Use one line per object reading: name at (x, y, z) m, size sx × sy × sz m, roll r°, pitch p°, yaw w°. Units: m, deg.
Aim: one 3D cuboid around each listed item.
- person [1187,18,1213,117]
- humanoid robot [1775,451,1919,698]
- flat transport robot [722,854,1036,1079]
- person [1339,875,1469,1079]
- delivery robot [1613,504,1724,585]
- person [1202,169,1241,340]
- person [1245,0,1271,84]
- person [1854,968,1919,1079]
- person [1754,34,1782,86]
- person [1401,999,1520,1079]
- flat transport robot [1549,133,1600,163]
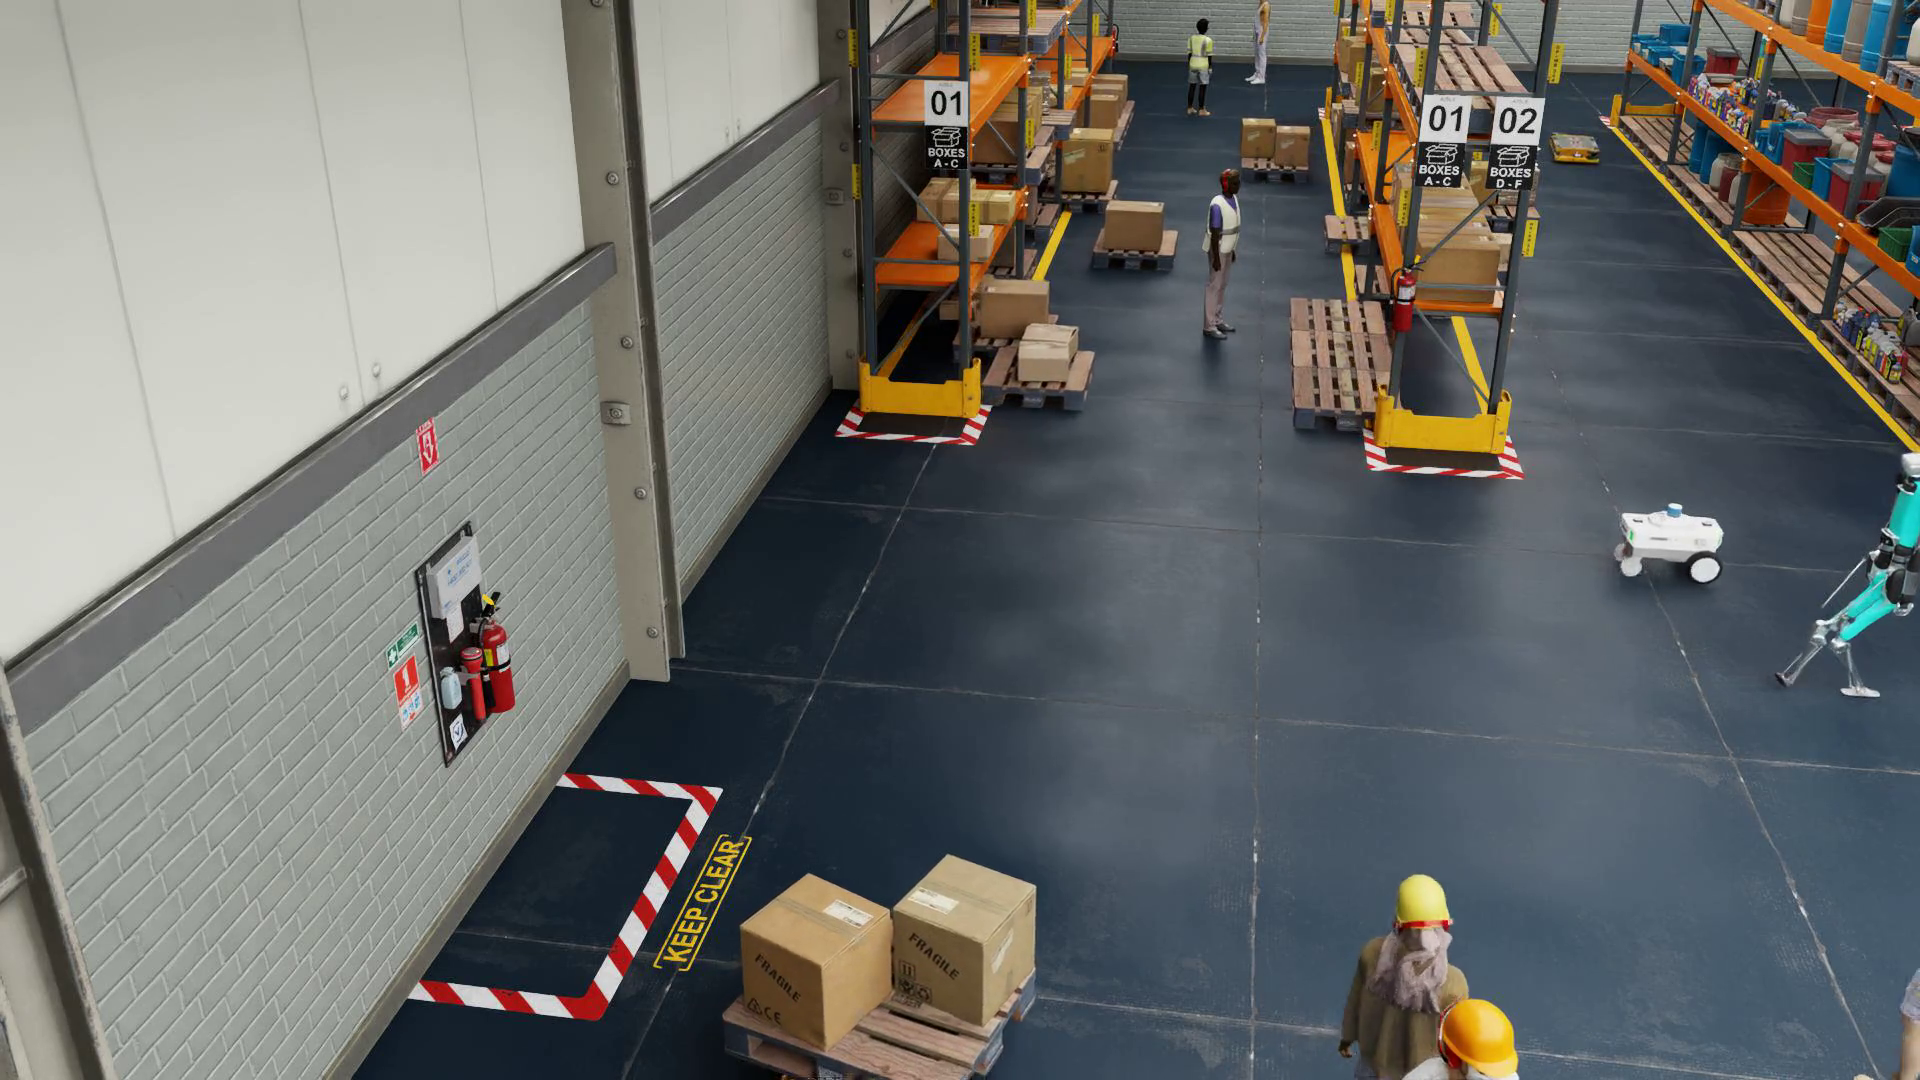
person at (4.297, -8.453, 29.760) m, size 0.316 × 1.697 × 0.541 m, roll -22°, pitch 33°, yaw -39°
humanoid robot at (5.936, 0.290, 11.091) m, size 0.841 × 1.850 × 0.562 m, roll 2°, pitch 25°, yaw 5°
flat transport robot at (-0.393, 2.460, 8.093) m, size 0.659 × 0.231 × 1.431 m, roll 12°, pitch 27°, yaw 23°
person at (1.831, 2.190, 6.922) m, size 0.583 × 1.748 × 0.599 m, roll 15°, pitch 29°, yaw 29°
delivery robot at (5.570, 0.018, 13.004) m, size 0.803 × 0.614 × 0.499 m, roll 3°, pitch 25°, yaw 7°
person at (2.864, -3.150, 18.240) m, size 0.389 × 1.843 × 0.563 m, roll 12°, pitch 28°, yaw 25°
person at (5.893, -9.971, 32.815) m, size 0.375 × 1.863 × 0.509 m, roll -3°, pitch 25°, yaw -6°
person at (4.550, 1.944, 7.483) m, size 0.482 × 1.728 × 0.554 m, roll -18°, pitch 30°, yaw -33°
person at (15.864, -9.803, 32.569) m, size 0.315 × 1.767 × 0.533 m, roll -19°, pitch 31°, yaw -35°
person at (1.797, 2.465, 6.177) m, size 0.570 × 1.889 × 0.383 m, roll -5°, pitch 26°, yaw -11°
flat transport robot at (9.939, -6.338, 26.922) m, size 0.659 × 0.231 × 1.431 m, roll 6°, pitch 26°, yaw 13°
